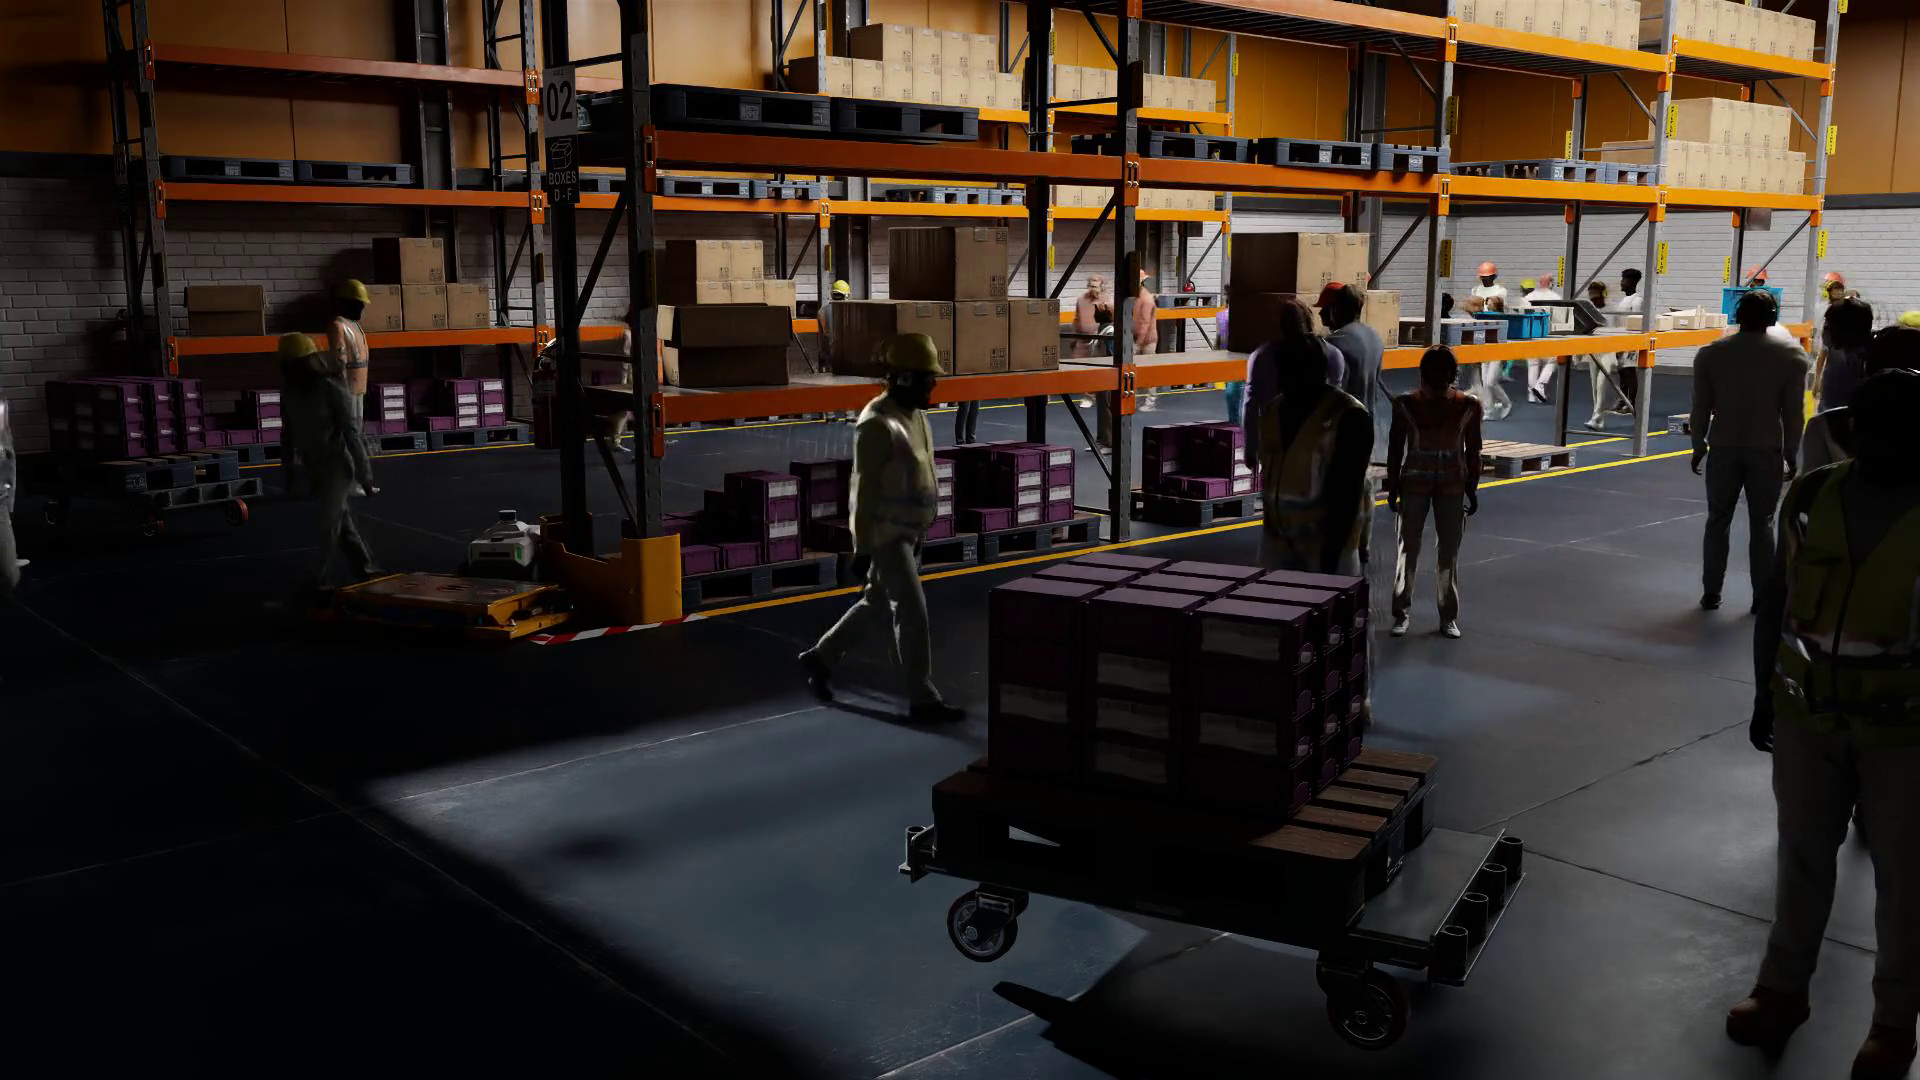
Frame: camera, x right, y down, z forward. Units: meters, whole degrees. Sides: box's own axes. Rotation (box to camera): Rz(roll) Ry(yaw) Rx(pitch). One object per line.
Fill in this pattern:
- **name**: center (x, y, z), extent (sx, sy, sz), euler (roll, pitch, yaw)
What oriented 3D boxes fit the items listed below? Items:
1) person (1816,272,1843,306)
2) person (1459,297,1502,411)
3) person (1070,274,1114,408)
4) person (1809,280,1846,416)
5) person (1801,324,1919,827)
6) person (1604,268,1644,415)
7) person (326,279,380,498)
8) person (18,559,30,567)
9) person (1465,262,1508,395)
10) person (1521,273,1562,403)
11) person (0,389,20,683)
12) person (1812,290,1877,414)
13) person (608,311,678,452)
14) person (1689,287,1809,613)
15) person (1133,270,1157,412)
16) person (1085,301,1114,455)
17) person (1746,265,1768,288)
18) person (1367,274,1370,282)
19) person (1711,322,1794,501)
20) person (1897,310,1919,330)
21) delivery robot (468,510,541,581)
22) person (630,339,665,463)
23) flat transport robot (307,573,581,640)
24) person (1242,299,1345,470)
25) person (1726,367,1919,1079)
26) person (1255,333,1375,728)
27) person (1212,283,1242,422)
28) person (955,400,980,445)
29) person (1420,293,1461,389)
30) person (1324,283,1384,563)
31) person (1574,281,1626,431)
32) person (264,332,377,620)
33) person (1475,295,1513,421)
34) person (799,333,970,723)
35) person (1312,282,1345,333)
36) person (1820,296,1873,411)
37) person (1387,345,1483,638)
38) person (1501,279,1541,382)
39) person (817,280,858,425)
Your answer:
- **person**: center (12.302, -2.841, 23.613), extent (0.990, 1.884, 0.575), euler (-4, 11, -25)
- **person**: center (6.861, -2.463, 22.283), extent (0.884, 1.572, 0.517), euler (4, 10, 21)
- **person**: center (1.867, -2.784, 23.331), extent (0.721, 1.873, 0.498), euler (7, 12, 35)
- **person**: center (10.792, -2.279, 20.523), extent (0.637, 1.828, 0.737), euler (-5, 11, -28)
- **person**: center (3.301, 0.169, 6.012), extent (0.573, 1.883, 0.355), euler (0, 10, 0)
- **person**: center (8.941, -2.654, 22.294), extent (0.367, 1.966, 0.607), euler (0, 10, 0)
- **person**: center (-5.375, -1.339, 14.726), extent (0.381, 1.922, 0.584), euler (-1, 10, -5)
- **person**: center (-6.685, -0.749, 11.265), extent (0.589, 1.924, 0.383), euler (4, 11, 23)
- **person**: center (7.967, -3.186, 25.210), extent (0.403, 2.036, 0.608), euler (-8, 13, -40)
- **person**: center (8.404, -2.906, 24.005), extent (0.426, 1.888, 0.677), euler (-8, 13, -41)
- **person**: center (-4.995, -0.187, 8.288), extent (0.495, 1.817, 0.597), euler (7, 12, 35)
- **person**: center (8.516, -1.505, 16.086), extent (0.539, 1.794, 0.882), euler (8, 13, 39)
- **person**: center (-3.437, -1.726, 17.935), extent (0.858, 1.582, 0.515), euler (1, 10, 6)
- **person**: center (4.693, -0.533, 9.956), extent (0.629, 1.940, 0.376), euler (6, 11, 31)
- **person**: center (2.402, -2.691, 22.526), extent (0.799, 1.945, 0.601), euler (-6, 11, -30)
- **person**: center (1.546, -1.735, 17.869), extent (0.309, 1.641, 0.514), euler (-2, 10, -12)
- **person**: center (11.095, -2.843, 23.321), extent (0.623, 1.992, 0.396), euler (-3, 10, -18)
- **person**: center (5.332, -2.621, 22.226), extent (0.394, 1.934, 0.562), euler (-8, 12, -37)
- **person**: center (6.800, -1.222, 14.322), extent (0.516, 1.828, 0.630), euler (-7, 12, -35)
- **person**: center (7.120, -0.885, 12.626), extent (0.534, 1.731, 0.773), euler (2, 10, 13)
- **delivery robot**: center (-2.785, 0.057, 10.277), extent (0.477, 0.478, 0.707), euler (0, 10, -1)
- **person**: center (-3.223, -1.639, 17.140), extent (0.319, 1.696, 0.536), euler (2, 10, 10)
- **flat transport robot**: center (-2.977, 0.364, 9.582), extent (1.431, 0.197, 0.652), euler (4, 10, 22)
- **person**: center (2.194, -0.660, 10.996), extent (0.650, 1.856, 0.977), euler (2, 10, 13)
- **person**: center (2.381, 0.469, 4.377), extent (0.429, 1.844, 0.627), euler (-8, 12, -38)
- **person**: center (1.488, 0.006, 7.237), extent (0.934, 1.794, 0.632), euler (-7, 12, -37)
- **person**: center (3.042, -1.979, 18.733), extent (0.588, 1.824, 0.608), euler (-7, 12, -34)
- **person**: center (0.119, -1.670, 17.509), extent (0.286, 1.633, 0.499), euler (6, 11, 31)
- **person**: center (5.701, -2.076, 19.698), extent (0.541, 1.695, 0.315), euler (8, 13, 40)
- **person**: center (2.652, -0.775, 11.378), extent (0.353, 1.937, 0.635), euler (9, 13, 42)
- **person**: center (7.801, -2.235, 20.281), extent (0.549, 1.816, 0.958), euler (7, 12, 37)
- **person**: center (-3.752, -0.377, 9.783), extent (0.532, 1.677, 0.934), euler (4, 11, 23)
- **person**: center (6.849, -2.325, 21.346), extent (0.391, 1.630, 0.513), euler (-3, 10, -17)
- **person**: center (-0.386, -0.063, 7.673), extent (0.849, 1.791, 0.630), euler (3, 10, 17)
- **person**: center (2.688, -0.882, 12.004), extent (0.359, 1.938, 0.545), euler (5, 11, 28)
- **person**: center (4.792, -0.328, 8.819), extent (0.659, 1.918, 0.511), euler (-6, 12, -33)
- **person**: center (2.642, -0.270, 9.290), extent (0.515, 1.641, 0.308), euler (2, 10, 10)
- **person**: center (9.582, -3.520, 28.053), extent (0.848, 1.726, 0.550), euler (3, 10, 15)
- **person**: center (-1.510, -2.350, 20.949), extent (0.595, 1.826, 0.403), euler (4, 10, 22)
